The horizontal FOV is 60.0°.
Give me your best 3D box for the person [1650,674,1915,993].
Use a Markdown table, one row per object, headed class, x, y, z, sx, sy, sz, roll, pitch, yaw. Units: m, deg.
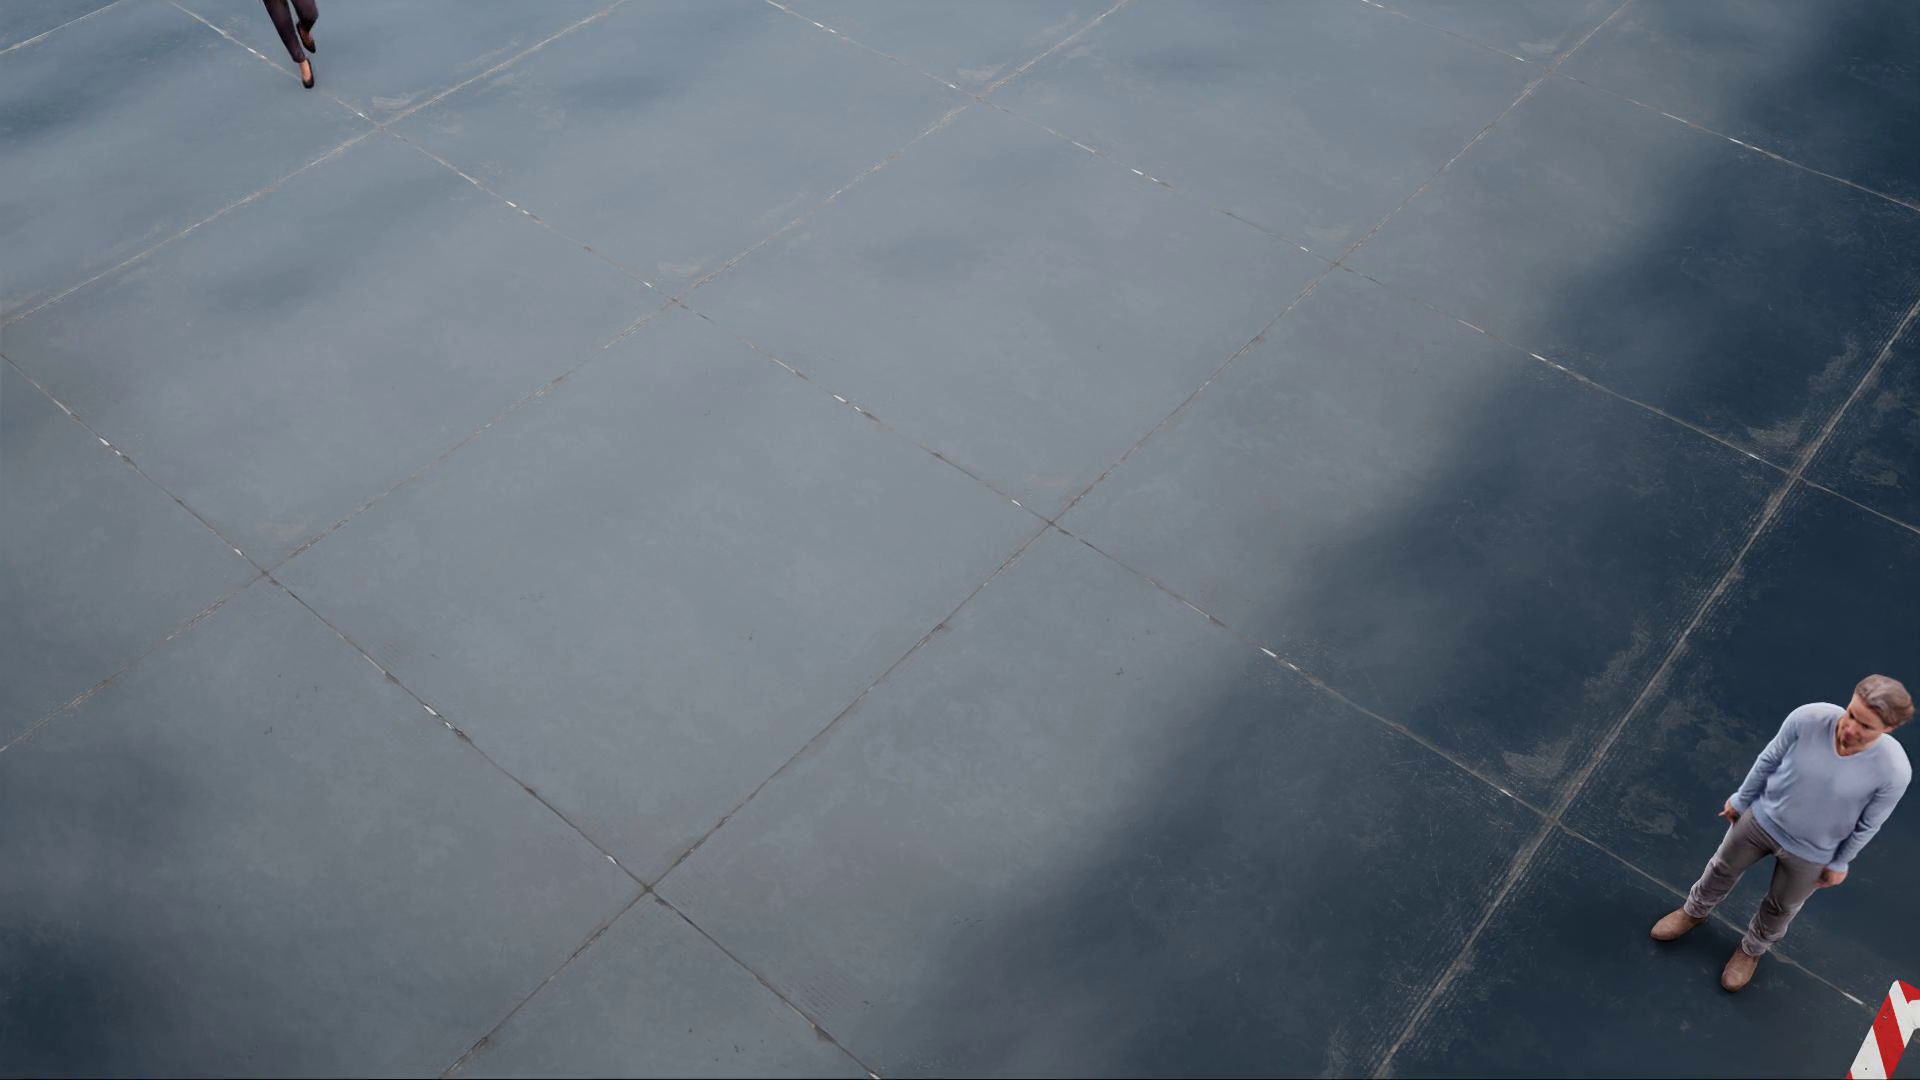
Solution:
| class | x | y | z | sx | sy | sz | roll | pitch | yaw |
| --- | --- | --- | --- | --- | --- | --- | --- | --- | --- |
| person | 3.359 | 1.160 | 6.703 | 0.750 | 1.894 | 0.551 | -34 | 56 | -27 |
